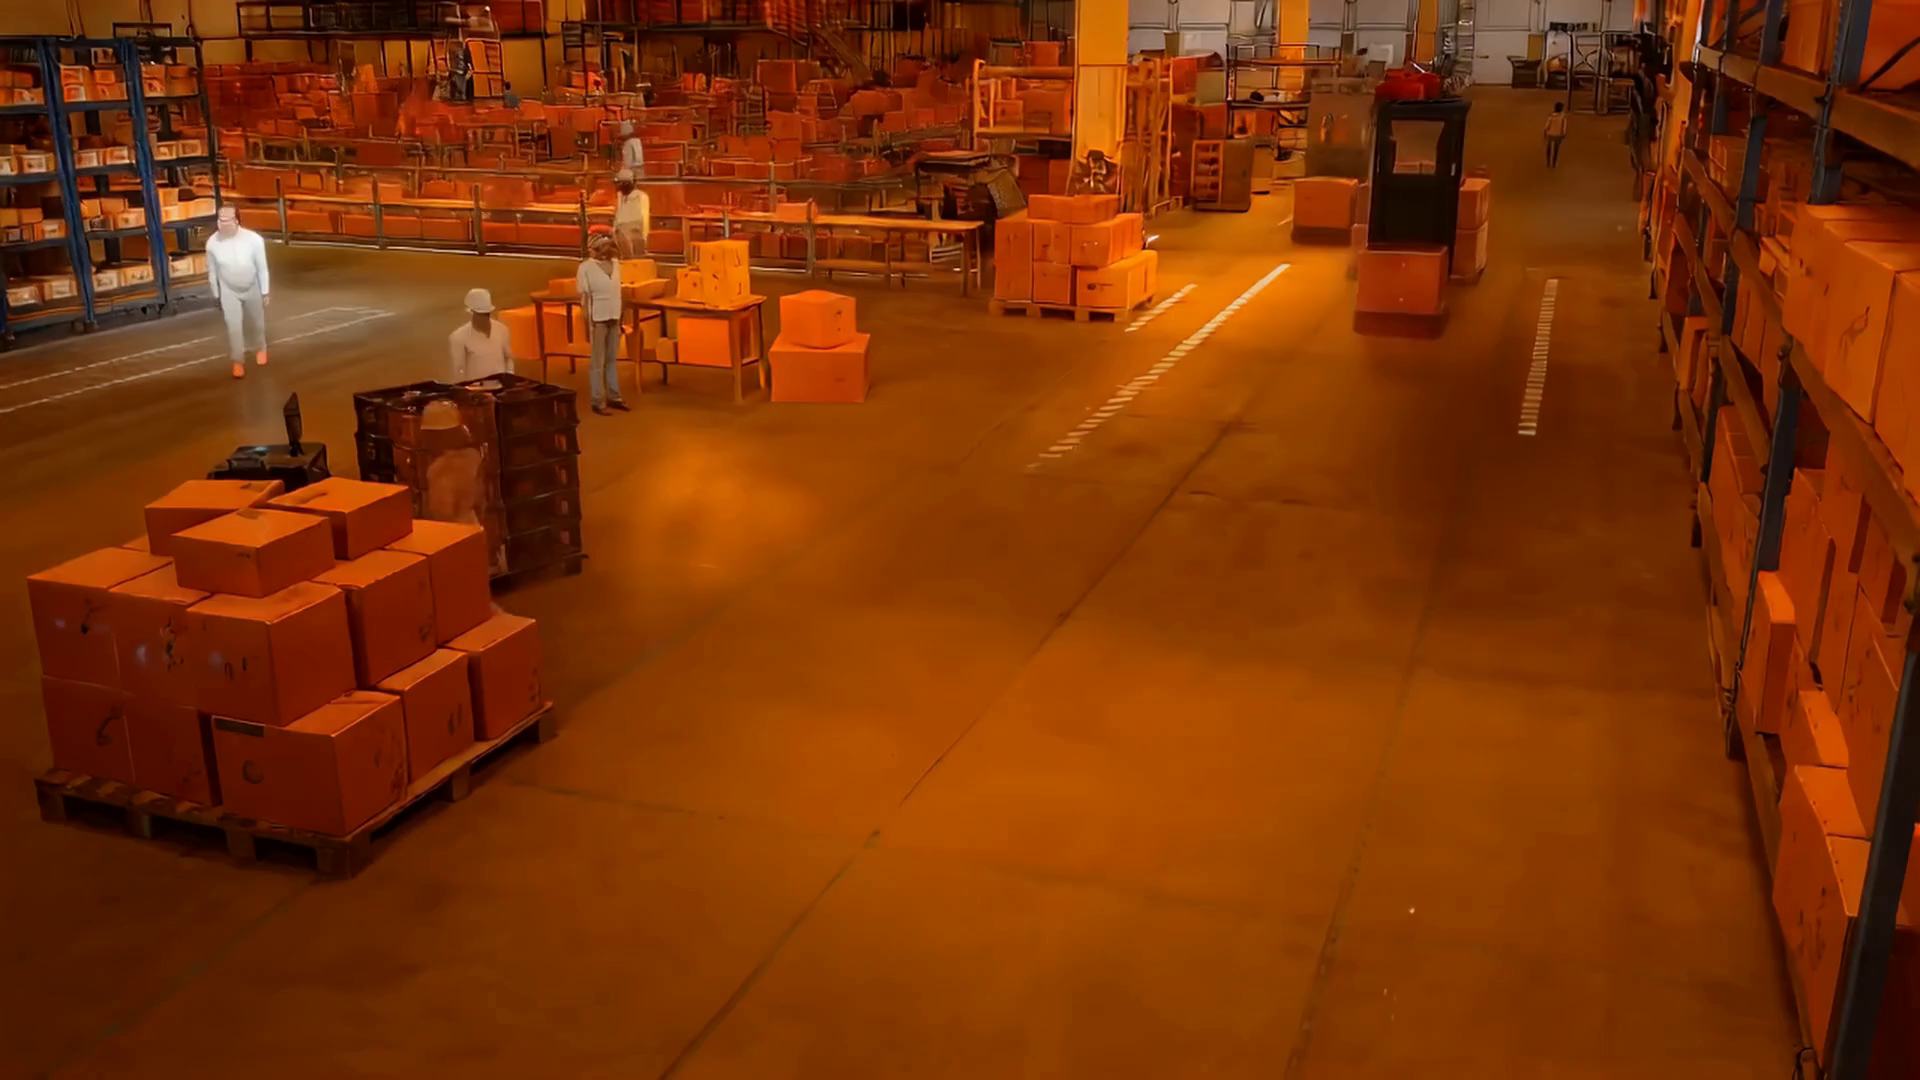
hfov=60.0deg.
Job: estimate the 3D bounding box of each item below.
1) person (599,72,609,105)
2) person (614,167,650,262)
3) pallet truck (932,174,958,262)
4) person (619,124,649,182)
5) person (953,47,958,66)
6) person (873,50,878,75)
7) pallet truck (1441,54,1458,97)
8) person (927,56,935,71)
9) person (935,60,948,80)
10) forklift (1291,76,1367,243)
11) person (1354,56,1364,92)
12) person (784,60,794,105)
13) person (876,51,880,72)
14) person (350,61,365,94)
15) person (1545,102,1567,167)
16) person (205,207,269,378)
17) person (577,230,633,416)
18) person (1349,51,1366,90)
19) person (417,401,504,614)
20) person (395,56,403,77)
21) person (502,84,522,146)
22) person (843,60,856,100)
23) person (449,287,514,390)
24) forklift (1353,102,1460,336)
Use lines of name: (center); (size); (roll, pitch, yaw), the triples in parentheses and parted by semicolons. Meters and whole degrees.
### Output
person: (-13.320, -16.719, 62.544); (0.775, 1.737, 0.526); (12, 21, 32)
person: (-4.632, -4.306, 23.382); (0.589, 1.834, 0.403); (10, 20, 28)
pallet truck: (-0.507, -5.292, 27.348); (0.653, 1.274, 1.630); (6, 19, 19)
person: (-6.227, -6.912, 31.493); (0.999, 1.880, 0.632); (6, 19, 18)
person: (-0.168, -26.351, 92.391); (0.622, 1.992, 0.396); (10, 20, 28)
person: (-4.713, -26.677, 93.718); (0.832, 1.809, 0.642); (-6, 19, -18)
pallet truck: (22.765, -21.886, 78.355); (0.823, 1.965, 1.885); (-4, 18, -14)
person: (-1.274, -20.846, 75.123); (1.059, 1.975, 0.609); (-1, 18, -2)
person: (-0.814, -19.639, 71.452); (0.638, 1.910, 0.936); (6, 19, 18)
forklift: (6.598, -6.755, 29.381); (1.129, 2.768, 1.873); (6, 19, 19)
person: (18.748, -21.822, 78.363); (0.508, 1.872, 0.329); (-10, 20, -28)
person: (-7.208, -19.738, 71.776); (0.980, 1.883, 0.571); (2, 18, 8)
person: (-4.773, -26.881, 94.442); (0.485, 1.748, 0.543); (-6, 19, -18)
person: (-25.649, -19.442, 70.864); (0.575, 1.883, 0.355); (-5, 18, -15)
person: (15.537, -10.589, 43.419); (0.531, 1.654, 0.885); (7, 19, 21)
person: (-8.071, -2.813, 18.682); (0.634, 1.860, 1.028); (-6, 18, -17)
person: (-3.579, -2.191, 16.716); (0.388, 1.848, 0.564); (11, 21, 31)
person: (20.224, -23.762, 84.304); (0.816, 1.966, 0.625); (16, 24, 41)
person: (-2.987, 0.015, 9.979); (0.425, 1.727, 0.482); (4, 18, 13)
person: (-25.618, -21.140, 76.126); (0.366, 1.928, 0.585); (-7, 19, -20)
person: (-13.543, -12.839, 50.257); (0.929, 1.794, 0.547); (14, 23, 38)
person: (-4.454, -18.443, 67.468); (0.754, 2.000, 0.691); (14, 22, 37)
person: (-3.966, -1.261, 13.973); (0.401, 1.733, 0.586); (16, 23, 40)
forklift: (5.721, -4.118, 21.093); (1.129, 2.768, 1.873); (6, 19, 19)
